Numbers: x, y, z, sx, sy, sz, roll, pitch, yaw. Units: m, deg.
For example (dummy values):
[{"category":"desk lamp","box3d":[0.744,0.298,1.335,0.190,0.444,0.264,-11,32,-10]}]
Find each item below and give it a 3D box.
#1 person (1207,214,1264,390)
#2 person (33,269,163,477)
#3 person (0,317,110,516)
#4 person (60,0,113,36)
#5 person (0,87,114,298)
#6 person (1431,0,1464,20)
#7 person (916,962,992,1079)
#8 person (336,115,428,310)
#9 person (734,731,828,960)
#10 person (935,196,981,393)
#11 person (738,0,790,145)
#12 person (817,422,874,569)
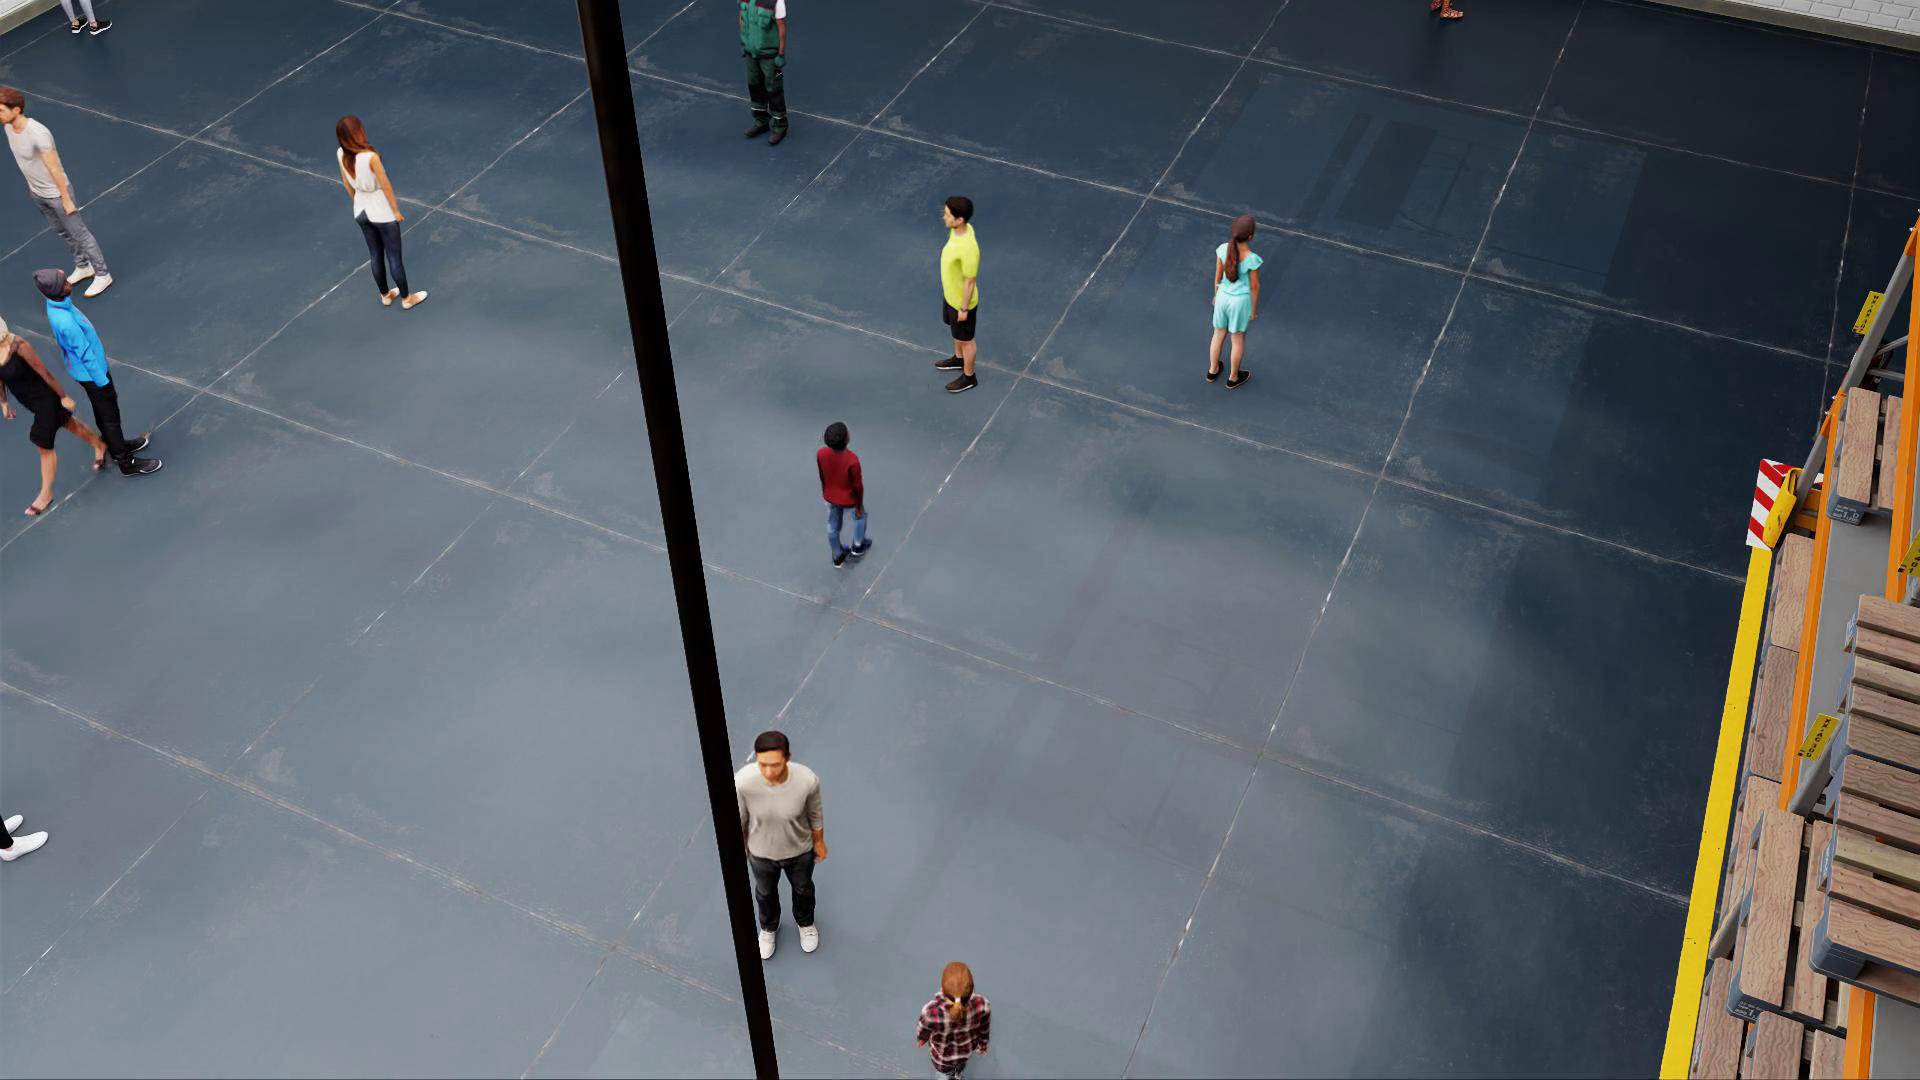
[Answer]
[{"category":"person","box3d":[2.163,-1.889,13.107,0.583,1.558,0.582,26,49,25]},{"category":"person","box3d":[-6.421,-1.242,12.256,0.693,1.794,0.694,-28,50,-26]},{"category":"person","box3d":[-6.670,-1.067,12.156,0.646,1.680,1.107,15,46,15]},{"category":"person","box3d":[-9.477,-6.174,17.483,0.596,1.726,0.584,8,44,9]},{"category":"person","box3d":[-7.627,-2.945,13.972,0.658,1.895,0.563,21,47,21]},{"category":"person","box3d":[5.332,-6.448,17.776,0.725,1.719,0.646,-10,45,-11]},{"category":"person","box3d":[-0.022,2.637,8.549,0.843,1.292,0.964,-9,44,-9]},{"category":"person","box3d":[-4.858,-2.706,13.800,0.591,1.785,0.539,14,45,15]},{"category":"person","box3d":[-0.992,1.655,9.203,0.739,1.811,0.731,-2,44,-3]},{"category":"person","box3d":[0.008,-1.961,13.073,0.760,1.709,0.682,-11,45,-11]},{"category":"person","box3d":[-1.870,-4.675,15.828,0.705,1.839,0.631,23,48,22]},{"category":"person","box3d":[-0.851,-0.281,11.645,0.517,1.246,0.569,16,46,17]}]
